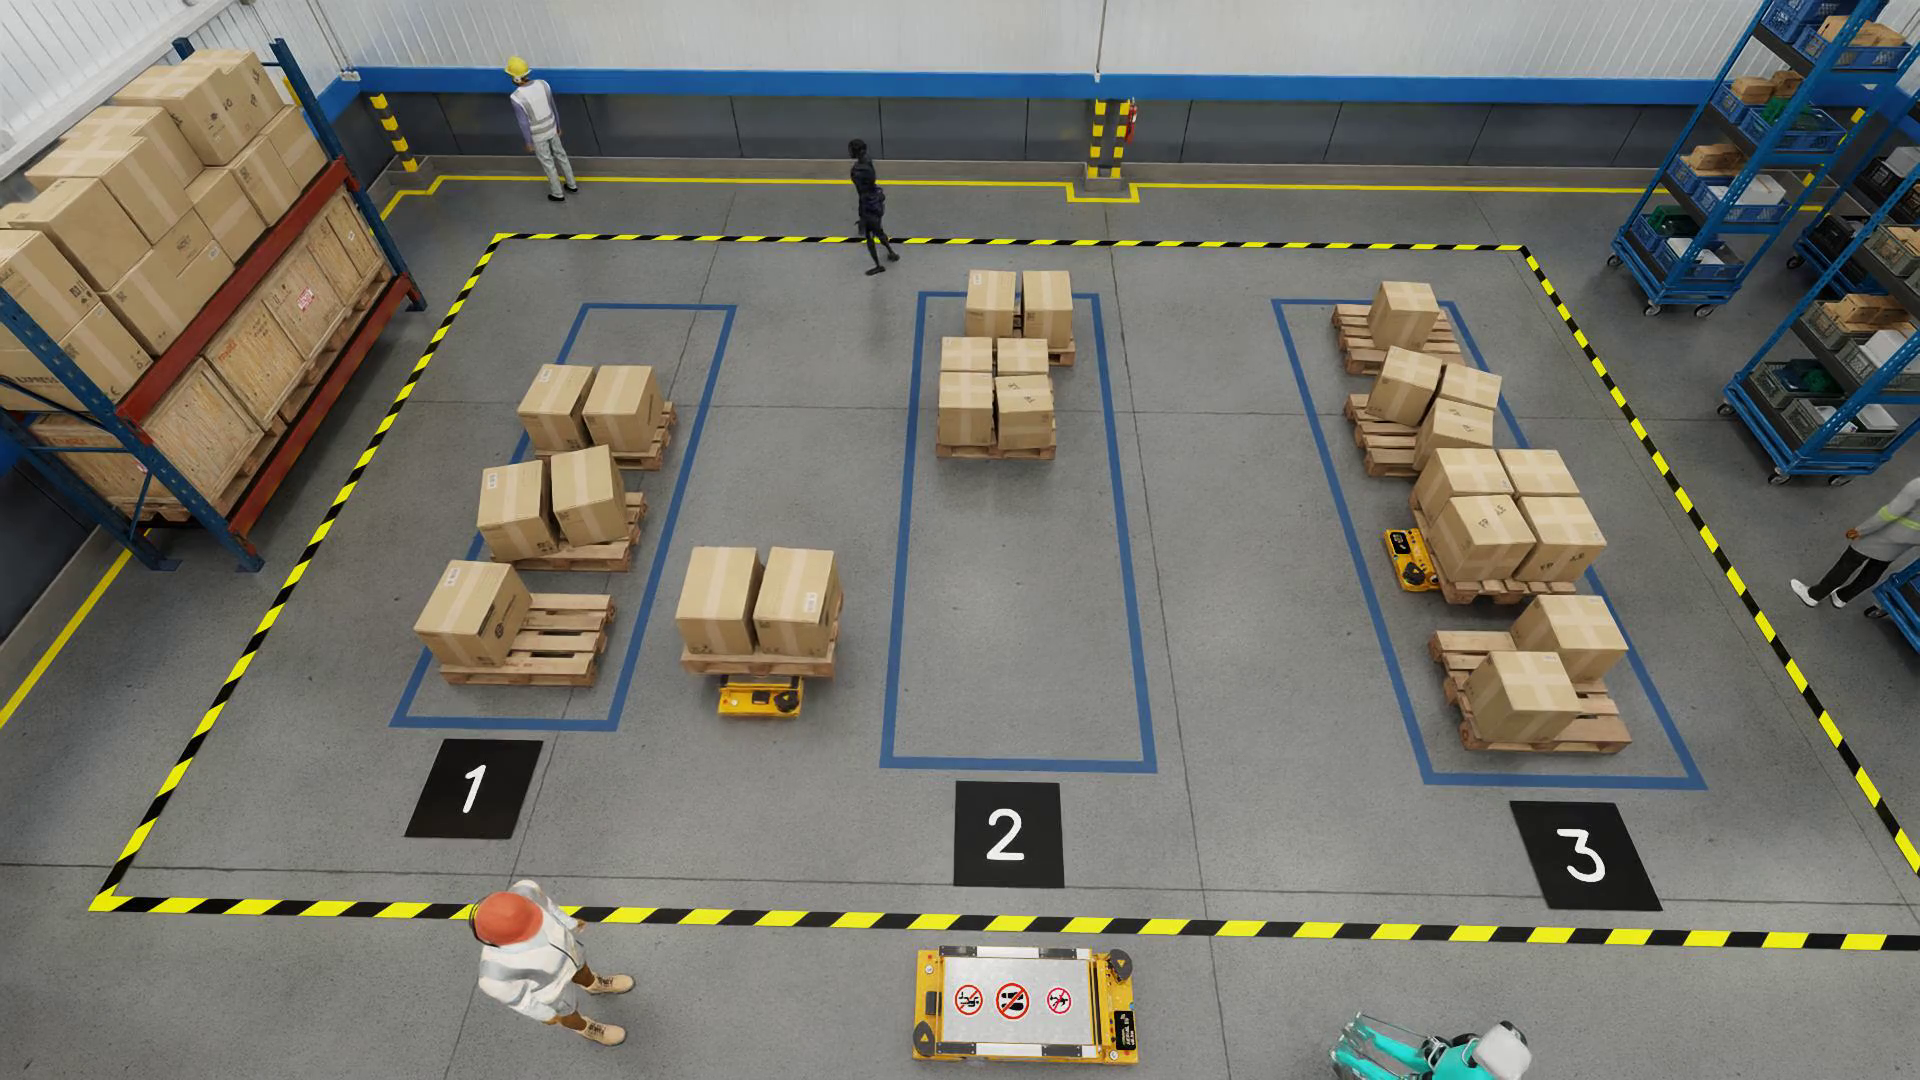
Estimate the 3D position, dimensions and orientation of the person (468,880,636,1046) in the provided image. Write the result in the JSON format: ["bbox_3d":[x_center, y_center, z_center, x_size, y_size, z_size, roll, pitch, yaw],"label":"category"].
[{"bbox_3d":[-2.344,2.473,5.333,0.386,2.034,0.604,-1,51,-1],"label":"person"}]

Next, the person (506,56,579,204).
[{"bbox_3d":[-5.368,-5.238,11.746,0.404,1.831,0.599,23,55,18],"label":"person"}]

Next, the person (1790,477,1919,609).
[{"bbox_3d":[7.689,-0.098,7.544,0.597,1.850,0.397,5,51,4],"label":"person"}]

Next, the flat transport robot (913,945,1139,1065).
[{"bbox_3d":[0.422,3.041,6.007,1.431,0.231,0.659,1,51,1],"label":"flat transport robot"}]

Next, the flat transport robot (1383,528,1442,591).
[{"bbox_3d":[4.689,0.155,8.342,1.431,0.197,0.652,1,51,1],"label":"flat transport robot"}]

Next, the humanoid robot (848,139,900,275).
[{"bbox_3d":[-1.006,-3.895,10.757,0.475,1.644,0.611,11,52,9],"label":"humanoid robot"}]

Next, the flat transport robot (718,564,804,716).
[{"bbox_3d":[-1.612,0.814,7.805,0.652,0.197,1.431,1,51,1],"label":"flat transport robot"}]

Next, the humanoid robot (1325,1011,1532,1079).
[{"bbox_3d":[2.459,2.861,5.119,0.533,1.677,0.735,-36,59,-26],"label":"humanoid robot"}]
